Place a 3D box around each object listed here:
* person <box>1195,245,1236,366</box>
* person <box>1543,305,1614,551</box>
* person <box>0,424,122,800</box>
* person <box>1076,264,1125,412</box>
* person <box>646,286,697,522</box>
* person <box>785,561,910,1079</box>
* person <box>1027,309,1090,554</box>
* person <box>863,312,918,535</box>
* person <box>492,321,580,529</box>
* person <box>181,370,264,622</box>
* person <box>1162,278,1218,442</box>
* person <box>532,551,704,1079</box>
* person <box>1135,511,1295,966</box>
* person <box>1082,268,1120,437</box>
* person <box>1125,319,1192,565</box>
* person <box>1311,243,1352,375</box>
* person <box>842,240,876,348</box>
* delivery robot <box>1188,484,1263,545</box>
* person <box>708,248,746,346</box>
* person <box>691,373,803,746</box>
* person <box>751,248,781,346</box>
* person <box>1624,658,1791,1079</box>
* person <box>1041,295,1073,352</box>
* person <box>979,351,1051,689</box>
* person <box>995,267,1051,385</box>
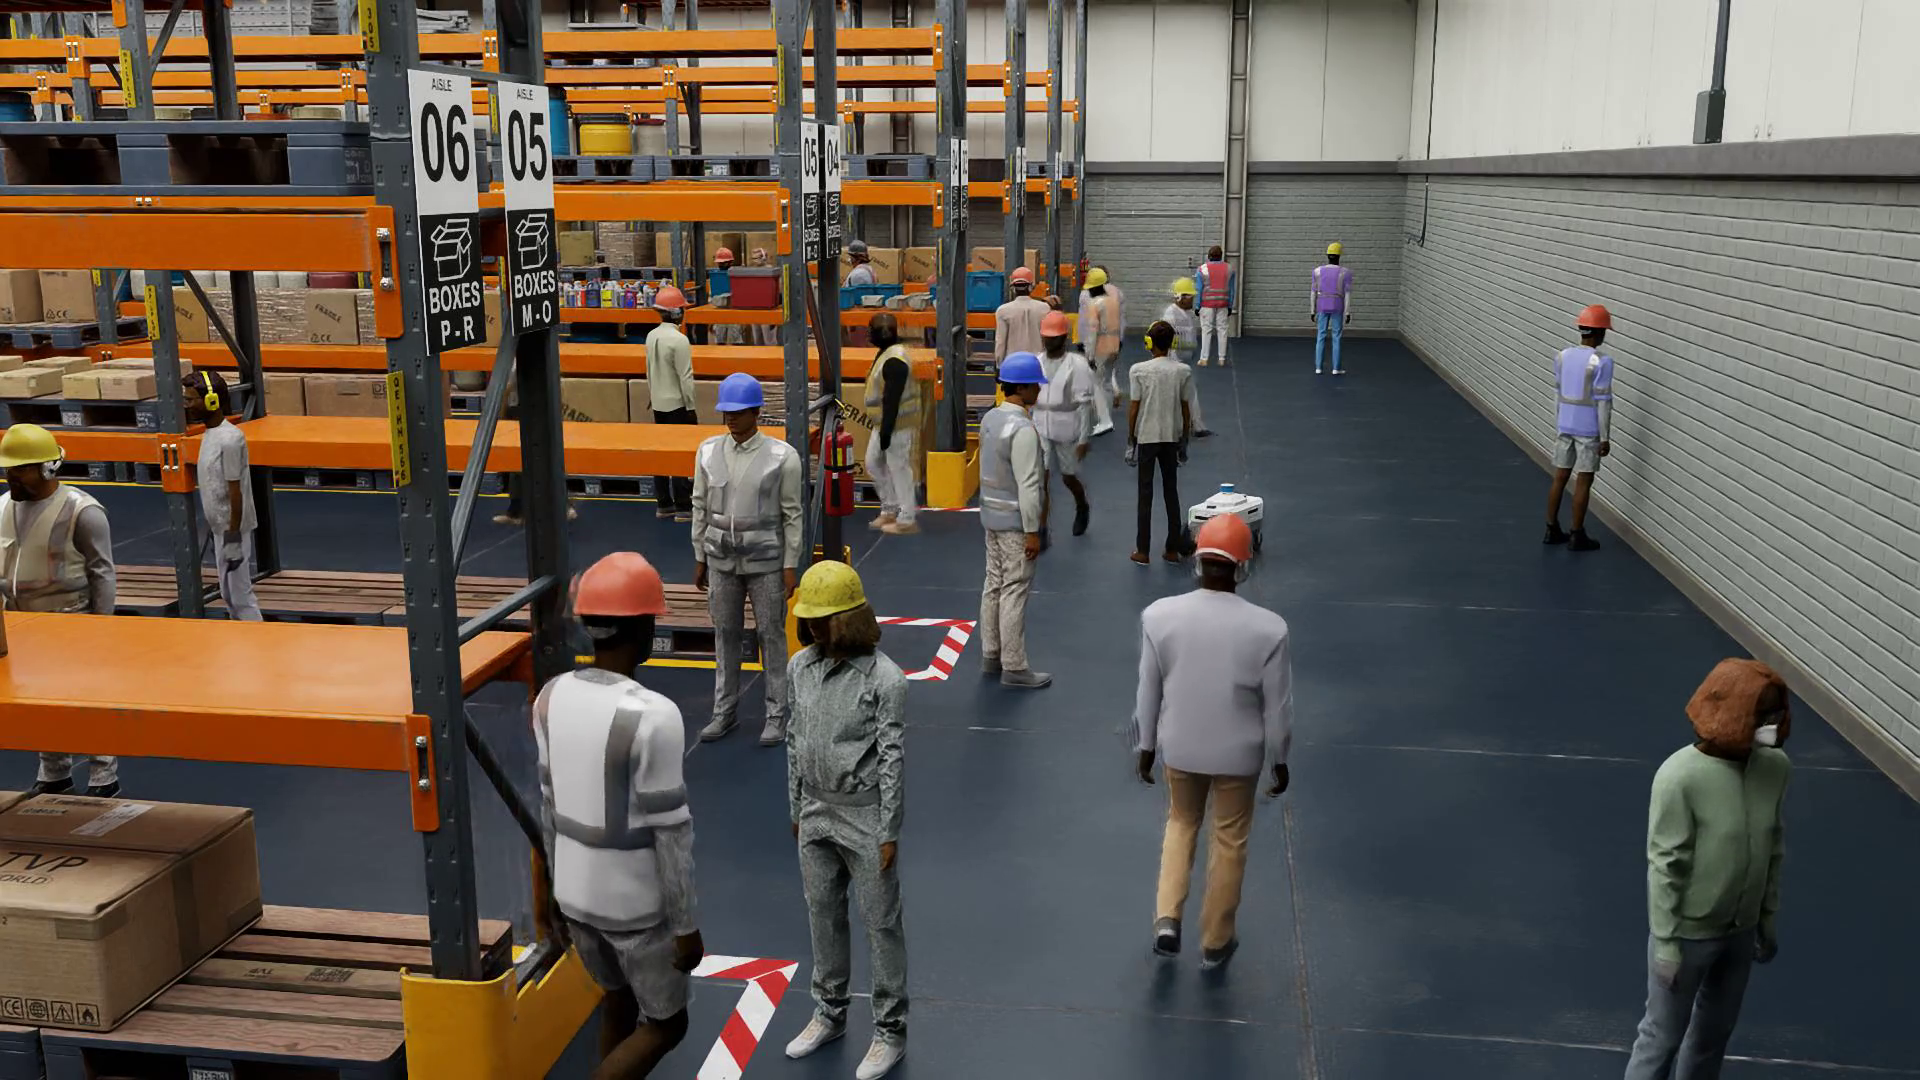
[{"bbox_3d":[3.898,-3.593,25.547,0.625,1.844,0.429,-2,13,-9],"label":"person"},{"bbox_3d":[4.919,-0.882,13.108,0.381,1.929,0.542,-6,14,-25],"label":"person"},{"bbox_3d":[-4.194,0.368,7.687,0.601,1.830,0.404,3,13,15],"label":"person"},{"bbox_3d":[1.727,-2.492,20.614,0.627,1.826,0.444,-7,14,-27],"label":"person"},{"bbox_3d":[-2.435,-1.153,14.175,0.375,1.997,0.612,-11,17,-41],"label":"person"},{"bbox_3d":[-0.393,0.912,5.458,0.480,1.736,0.313,8,15,33],"label":"person"},{"bbox_3d":[0.800,-0.881,13.168,0.553,1.909,0.877,6,14,27],"label":"person"},{"bbox_3d":[-0.591,-0.939,13.586,0.540,1.832,0.669,-2,13,-8],"label":"person"},{"bbox_3d":[-3.528,-0.951,13.721,0.938,1.810,0.511,6,14,24],"label":"person"},{"bbox_3d":[-4.164,-0.033,9.433,0.324,1.864,0.503,-10,16,-38],"label":"person"},{"bbox_3d":[2.459,-1.955,18.229,0.850,1.803,0.627,8,15,33],"label":"person"},{"bbox_3d":[-1.008,0.998,4.638,0.574,1.919,0.637,10,16,39],"label":"person"},{"bbox_3d":[0.945,0.752,6.168,0.583,1.733,0.384,6,14,24],"label":"person"},{"bbox_3d":[1.657,-2.129,18.835,0.582,1.897,0.713,10,16,39],"label":"person"},{"bbox_3d":[1.501,-0.734,12.614,0.499,1.861,0.326,-3,13,-14],"label":"person"},{"bbox_3d":[5.446,-3.385,24.409,0.595,1.925,0.375,6,14,25],"label":"person"},{"bbox_3d":[-1.421,-3.082,22.785,0.538,2.000,0.683,2,13,11],"label":"person"},{"bbox_3d":[2.070,-0.195,12.921,0.477,0.478,0.707,9,15,35],"label":"delivery robot"},{"bbox_3d":[-3.178,-3.004,22.671,0.551,1.935,0.375,3,13,14],"label":"person"},{"bbox_3d":[-1.108,0.102,8.625,0.601,1.948,0.386,3,13,14],"label":"person"},{"bbox_3d":[-2.781,-3.150,23.424,0.399,1.899,0.647,-10,16,-38],"label":"person"},{"bbox_3d":[2.144,1.118,4.758,0.506,1.631,0.272,-6,14,-24],"label":"person"},{"bbox_3d":[1.031,-1.861,18.212,0.525,1.631,0.320,12,17,43],"label":"person"},{"bbox_3d":[0.317,-0.118,9.617,0.404,1.945,0.616,-5,13,-21],"label":"person"},{"bbox_3d":[0.648,-1.801,17.118,0.611,1.990,0.392,-3,13,-13],"label":"person"}]
